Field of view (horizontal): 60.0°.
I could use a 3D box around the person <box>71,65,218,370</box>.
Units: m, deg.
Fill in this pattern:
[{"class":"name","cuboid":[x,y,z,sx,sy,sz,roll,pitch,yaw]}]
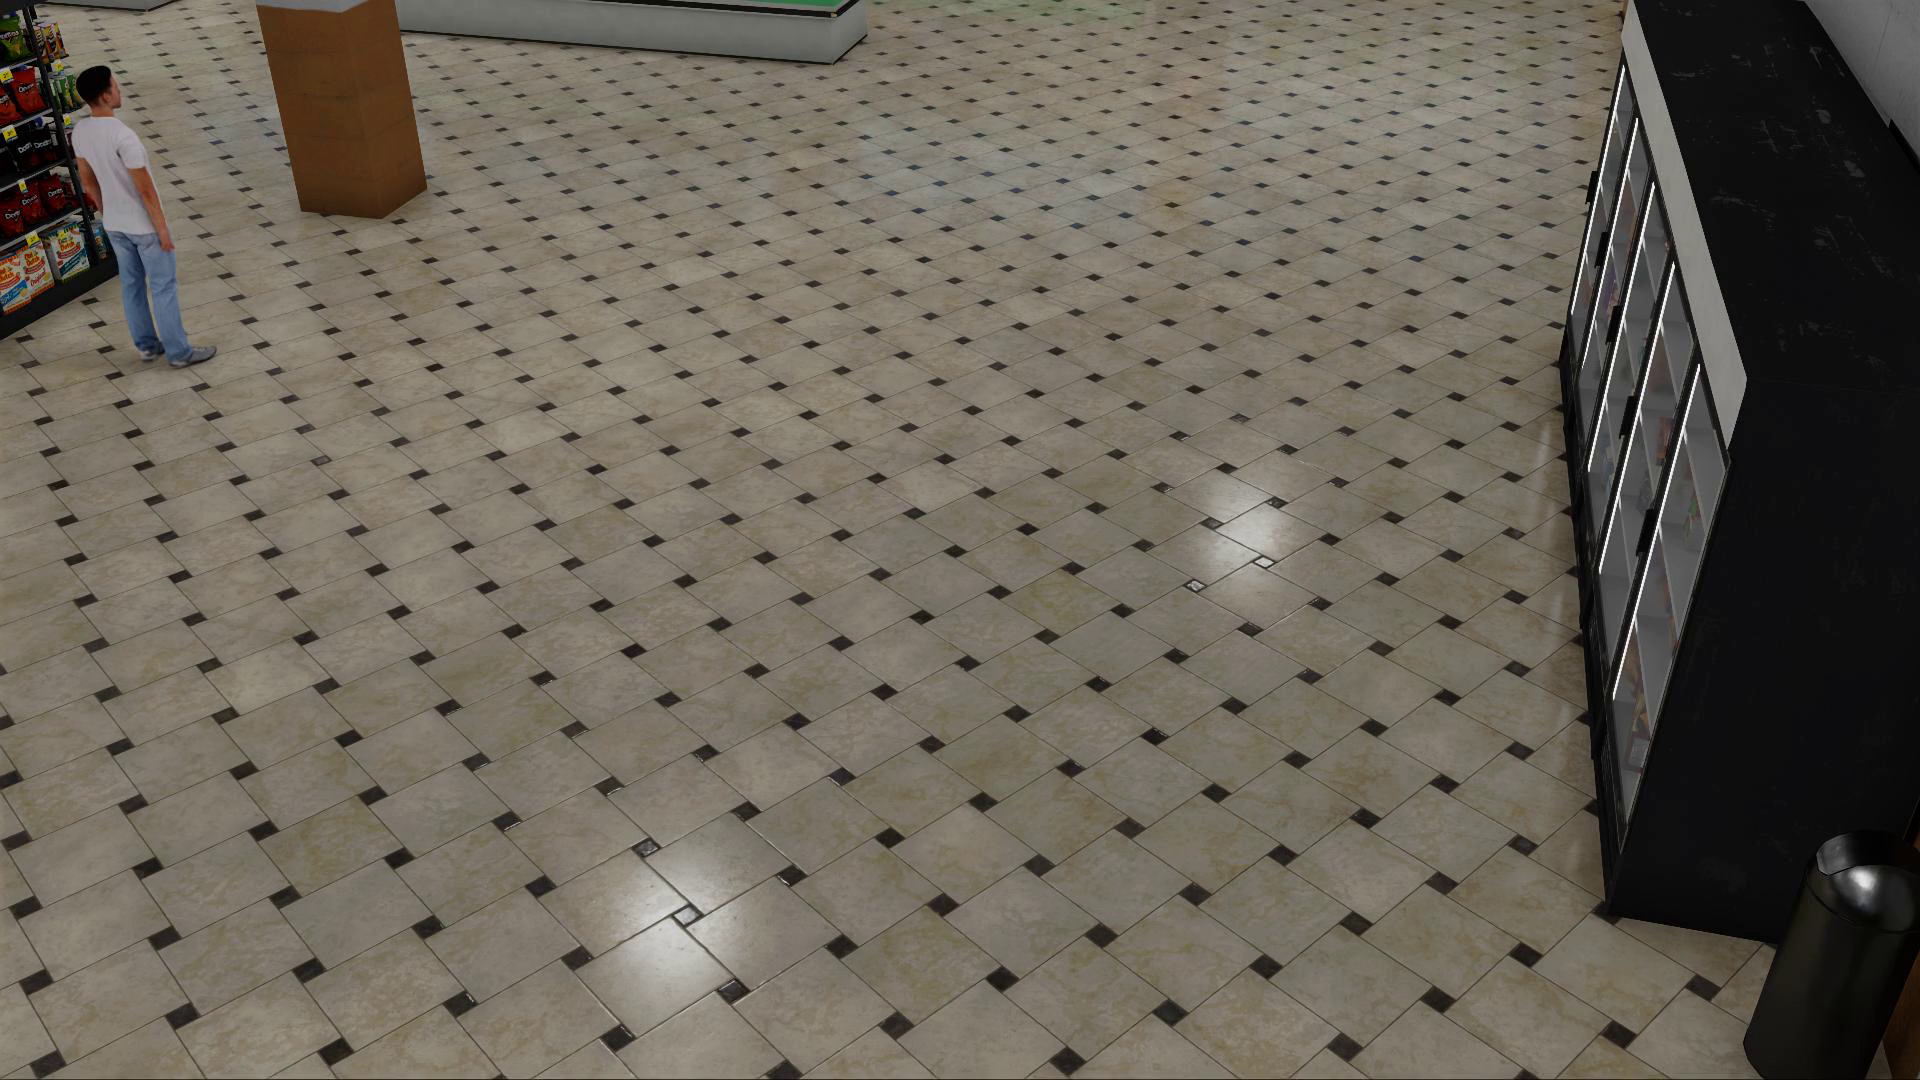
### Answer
[{"class":"person","cuboid":[-5.032,-1.945,10.120,0.541,1.864,0.767,14,34,21]}]
